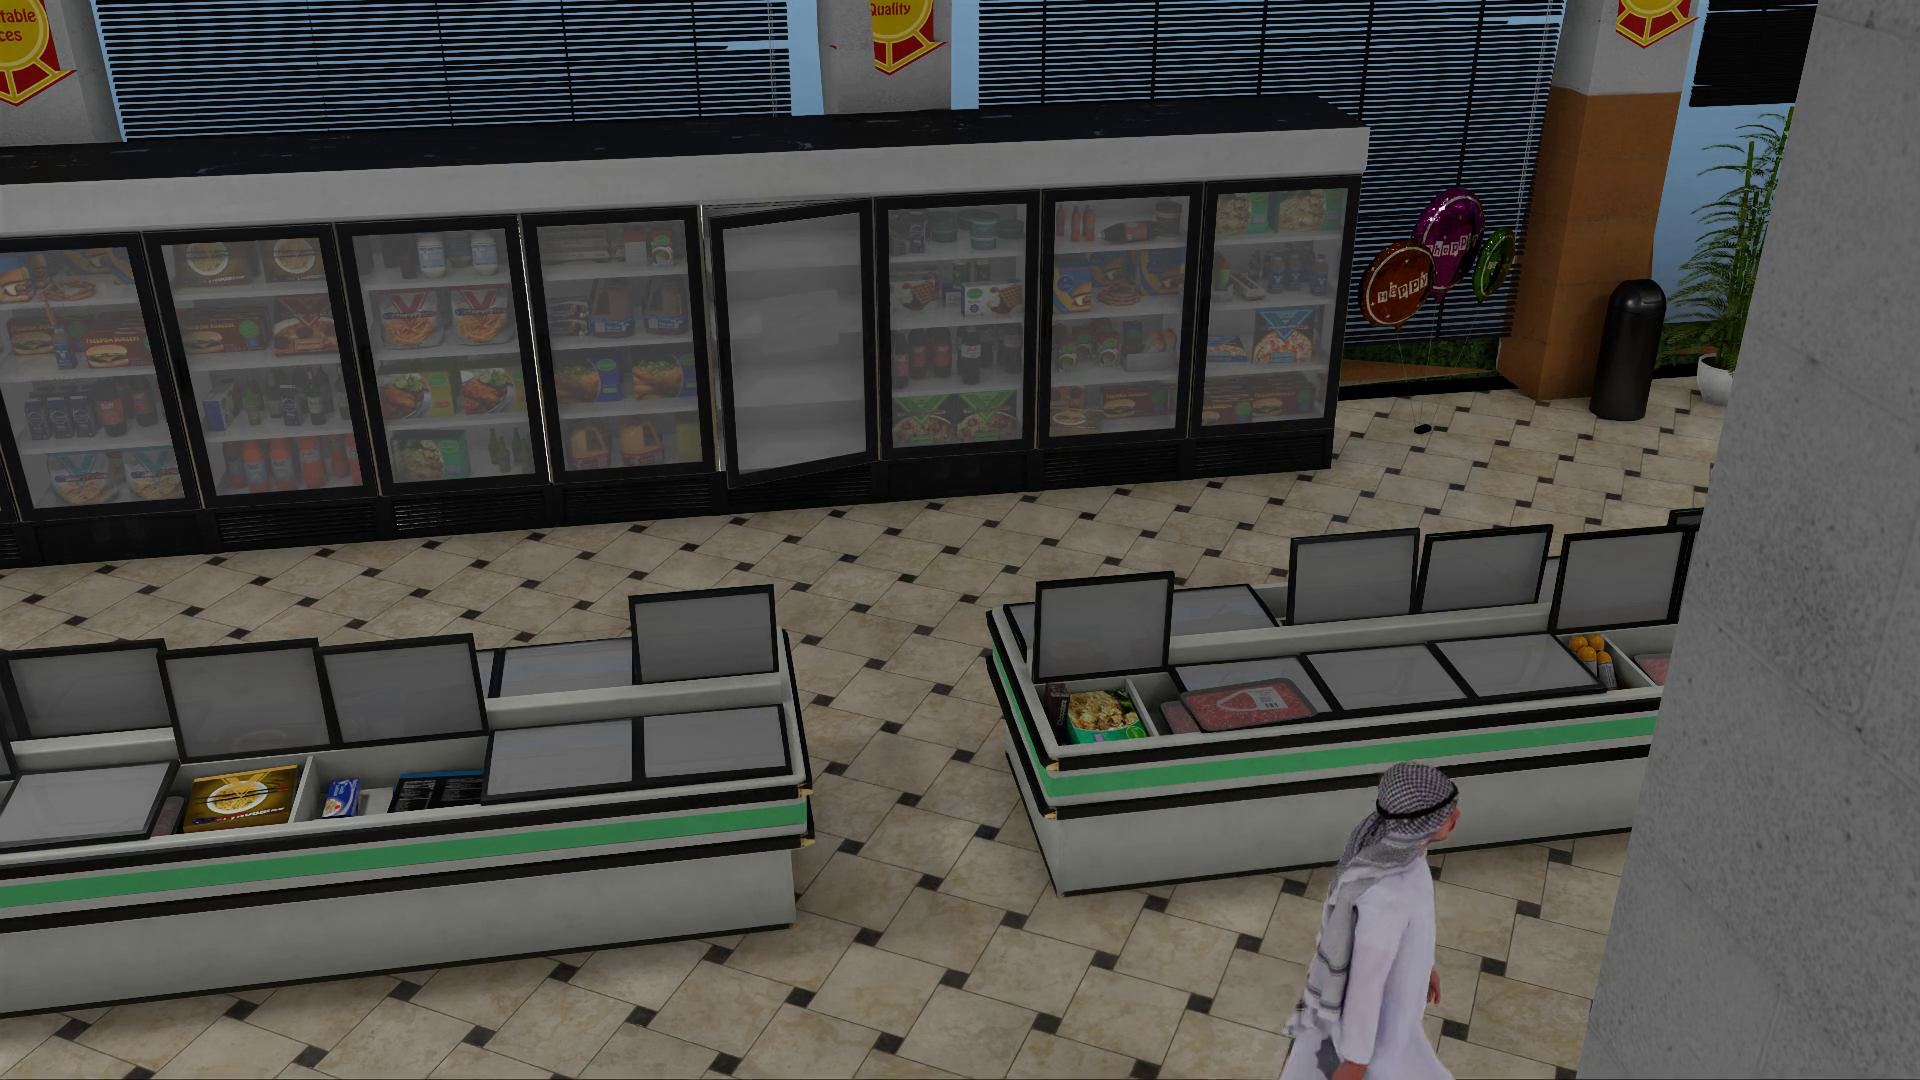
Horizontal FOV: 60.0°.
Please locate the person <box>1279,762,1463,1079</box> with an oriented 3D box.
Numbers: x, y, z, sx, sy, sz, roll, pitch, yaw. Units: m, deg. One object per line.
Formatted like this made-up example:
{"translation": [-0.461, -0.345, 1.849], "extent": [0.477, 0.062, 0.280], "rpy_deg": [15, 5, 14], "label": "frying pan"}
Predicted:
{"translation": [1.205, 1.495, 5.238], "extent": [1.366, 1.877, 1.035], "rpy_deg": [6, 27, 11], "label": "person"}
